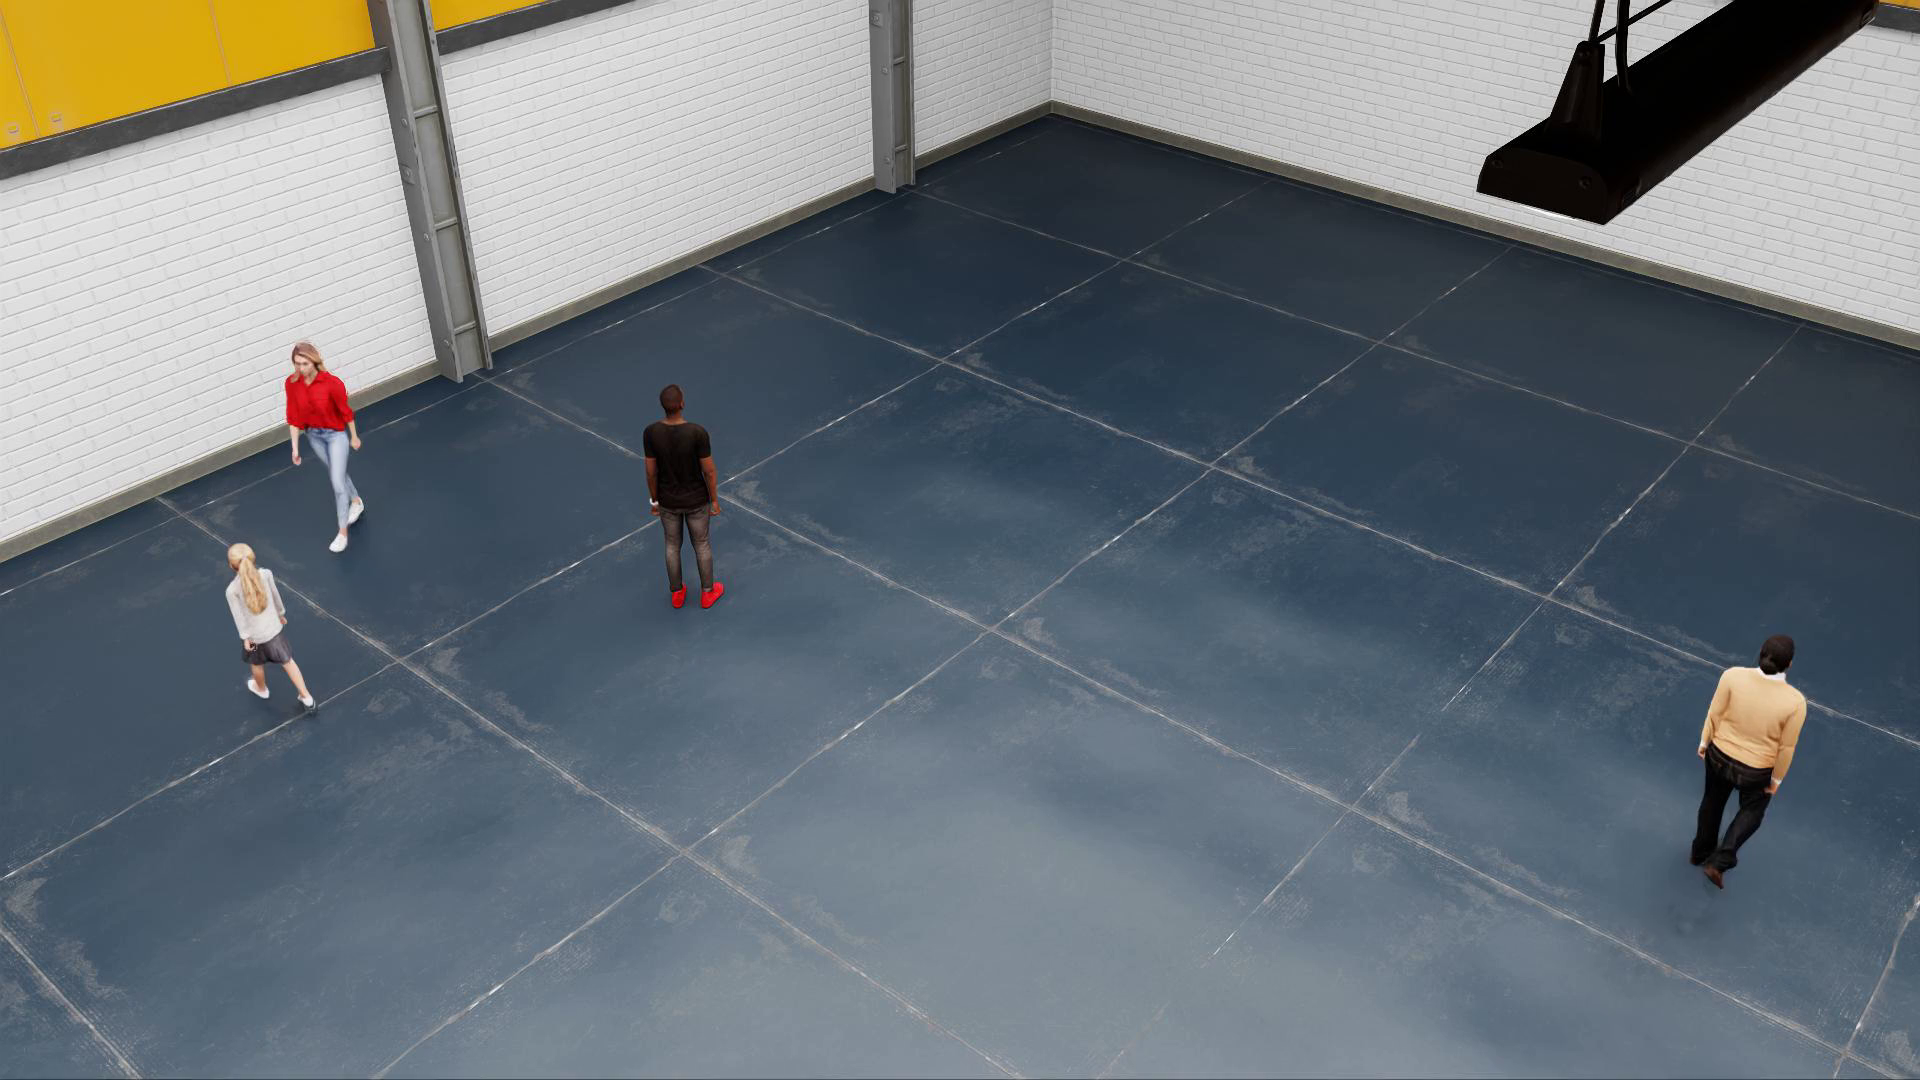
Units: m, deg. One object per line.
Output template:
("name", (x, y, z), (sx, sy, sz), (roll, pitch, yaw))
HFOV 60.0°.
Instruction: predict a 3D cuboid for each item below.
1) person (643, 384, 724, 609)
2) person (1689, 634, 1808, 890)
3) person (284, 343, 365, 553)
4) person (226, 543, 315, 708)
("person", (-2.003, -0.308, 11.988), (0.721, 1.805, 0.747), (1, 34, 1))
("person", (4.493, 1.308, 9.616), (0.643, 1.739, 0.827), (25, 41, 32))
("person", (-4.869, -0.818, 12.880), (0.971, 1.667, 1.109), (3, 34, 5))
("person", (-4.637, 0.601, 11.114), (0.570, 1.258, 0.719), (25, 41, 32))
